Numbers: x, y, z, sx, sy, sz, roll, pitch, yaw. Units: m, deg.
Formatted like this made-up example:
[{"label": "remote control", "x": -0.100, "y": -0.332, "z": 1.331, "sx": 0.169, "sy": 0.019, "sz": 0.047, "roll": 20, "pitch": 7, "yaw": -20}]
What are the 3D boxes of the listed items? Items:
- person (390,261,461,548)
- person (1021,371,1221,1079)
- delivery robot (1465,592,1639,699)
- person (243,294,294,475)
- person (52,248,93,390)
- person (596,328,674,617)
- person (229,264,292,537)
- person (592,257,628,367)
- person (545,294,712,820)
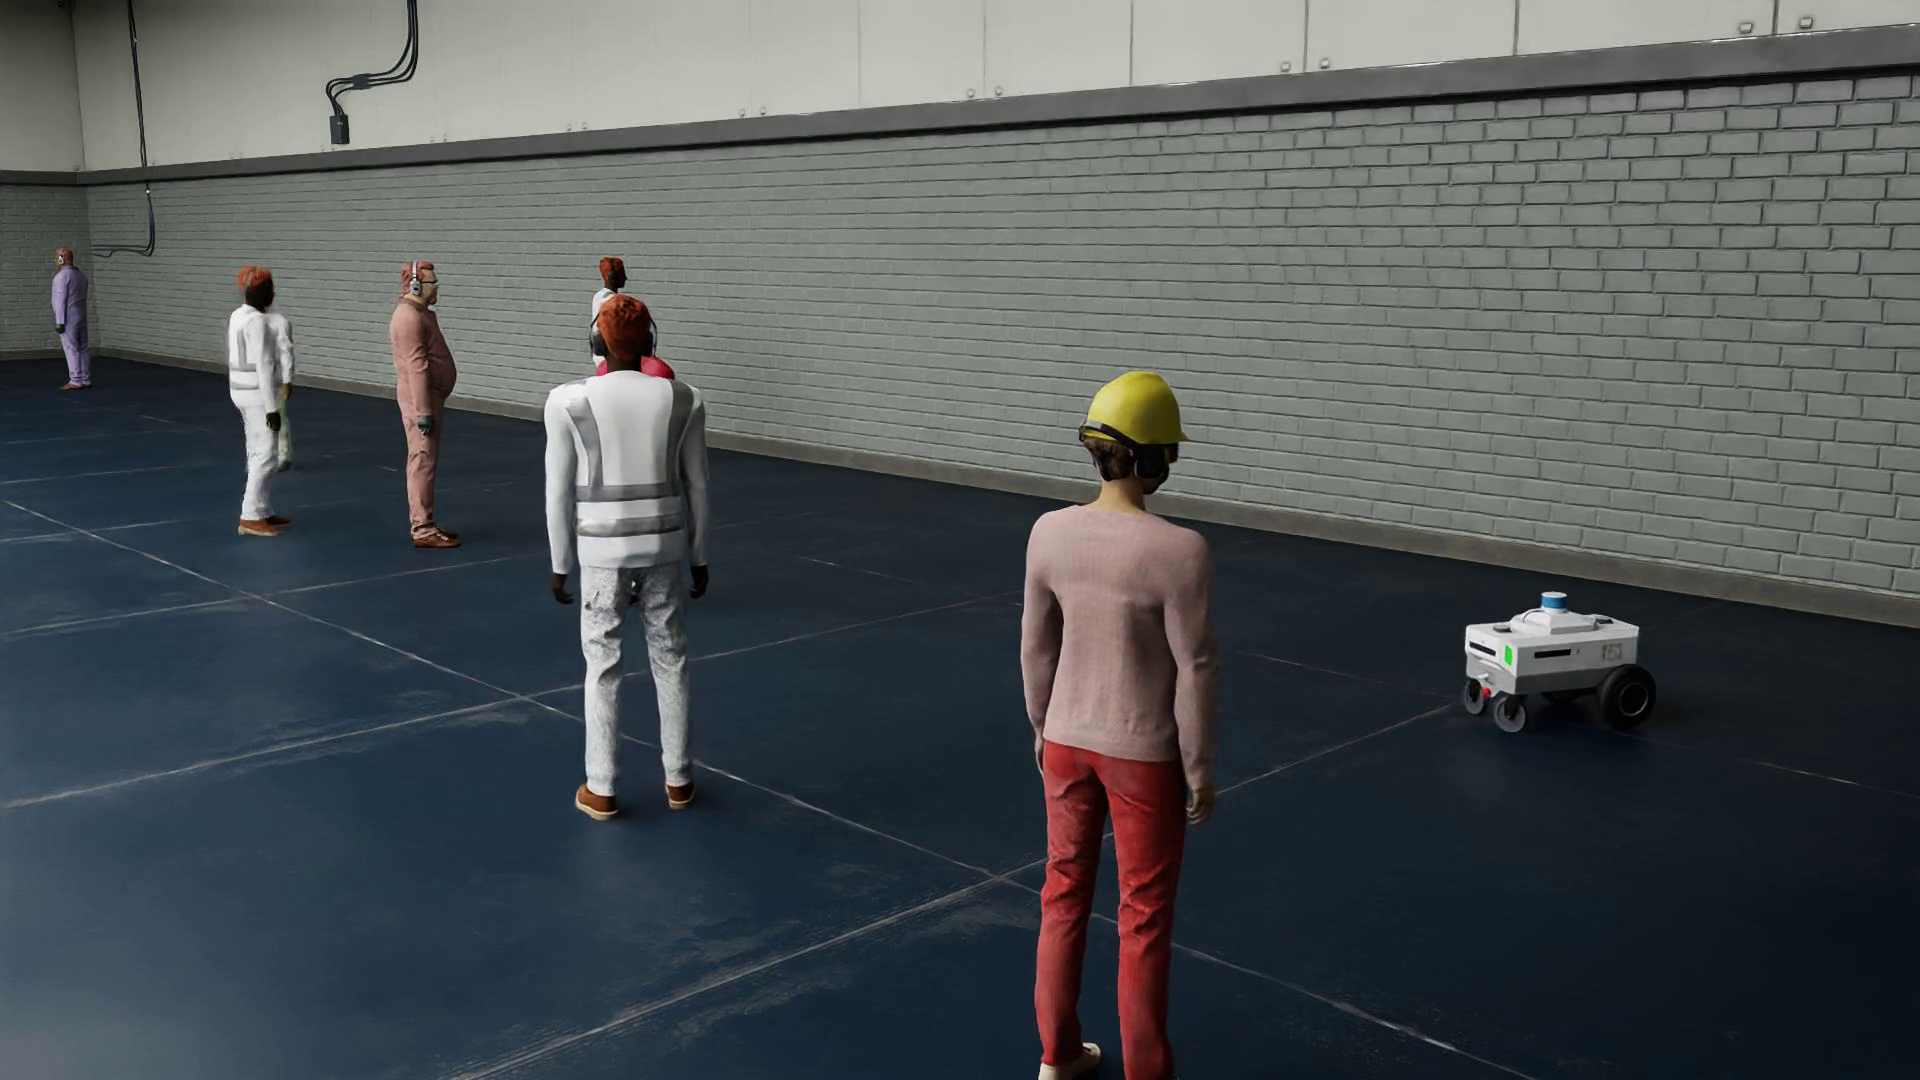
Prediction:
[{"label": "person", "x": -3.569, "y": -0.901, "z": 11.125, "sx": 0.409, "sy": 1.907, "sz": 0.651, "roll": -3, "pitch": 11, "yaw": -18}, {"label": "person", "x": 0.384, "y": 0.488, "z": 3.932, "sx": 0.528, "sy": 1.767, "sz": 0.330, "roll": 9, "pitch": 14, "yaw": 41}, {"label": "delivery robot", "x": 2.523, "y": 0.466, "z": 7.102, "sx": 0.707, "sy": 0.478, "sz": 0.477, "roll": -4, "pitch": 11, "yaw": -18}, {"label": "person", "x": -6.037, "y": -1.411, "z": 14.436, "sx": 0.581, "sy": 1.707, "sz": 0.701, "roll": 0, "pitch": 10, "yaw": 2}, {"label": "person", "x": -12.032, "y": -2.978, "z": 22.491, "sx": 0.402, "sy": 1.900, "sz": 0.647, "roll": 0, "pitch": 10, "yaw": 0}, {"label": "person", "x": -1.805, "y": -0.447, "z": 9.106, "sx": 0.559, "sy": 1.742, "sz": 0.354, "roll": 8, "pitch": 13, "yaw": 36}, {"label": "person", "x": -4.894, "y": -0.967, "z": 11.568, "sx": 0.360, "sy": 1.884, "sz": 0.643, "roll": -7, "pitch": 13, "yaw": -34}, {"label": "person", "x": -3.097, "y": -1.575, "z": 14.859, "sx": 0.340, "sy": 1.882, "sz": 0.585, "roll": -5, "pitch": 12, "yaw": -26}, {"label": "person", "x": -1.184, "y": 0.059, "z": 6.011, "sx": 0.589, "sy": 1.872, "sz": 0.377, "roll": -5, "pitch": 11, "yaw": -23}]
